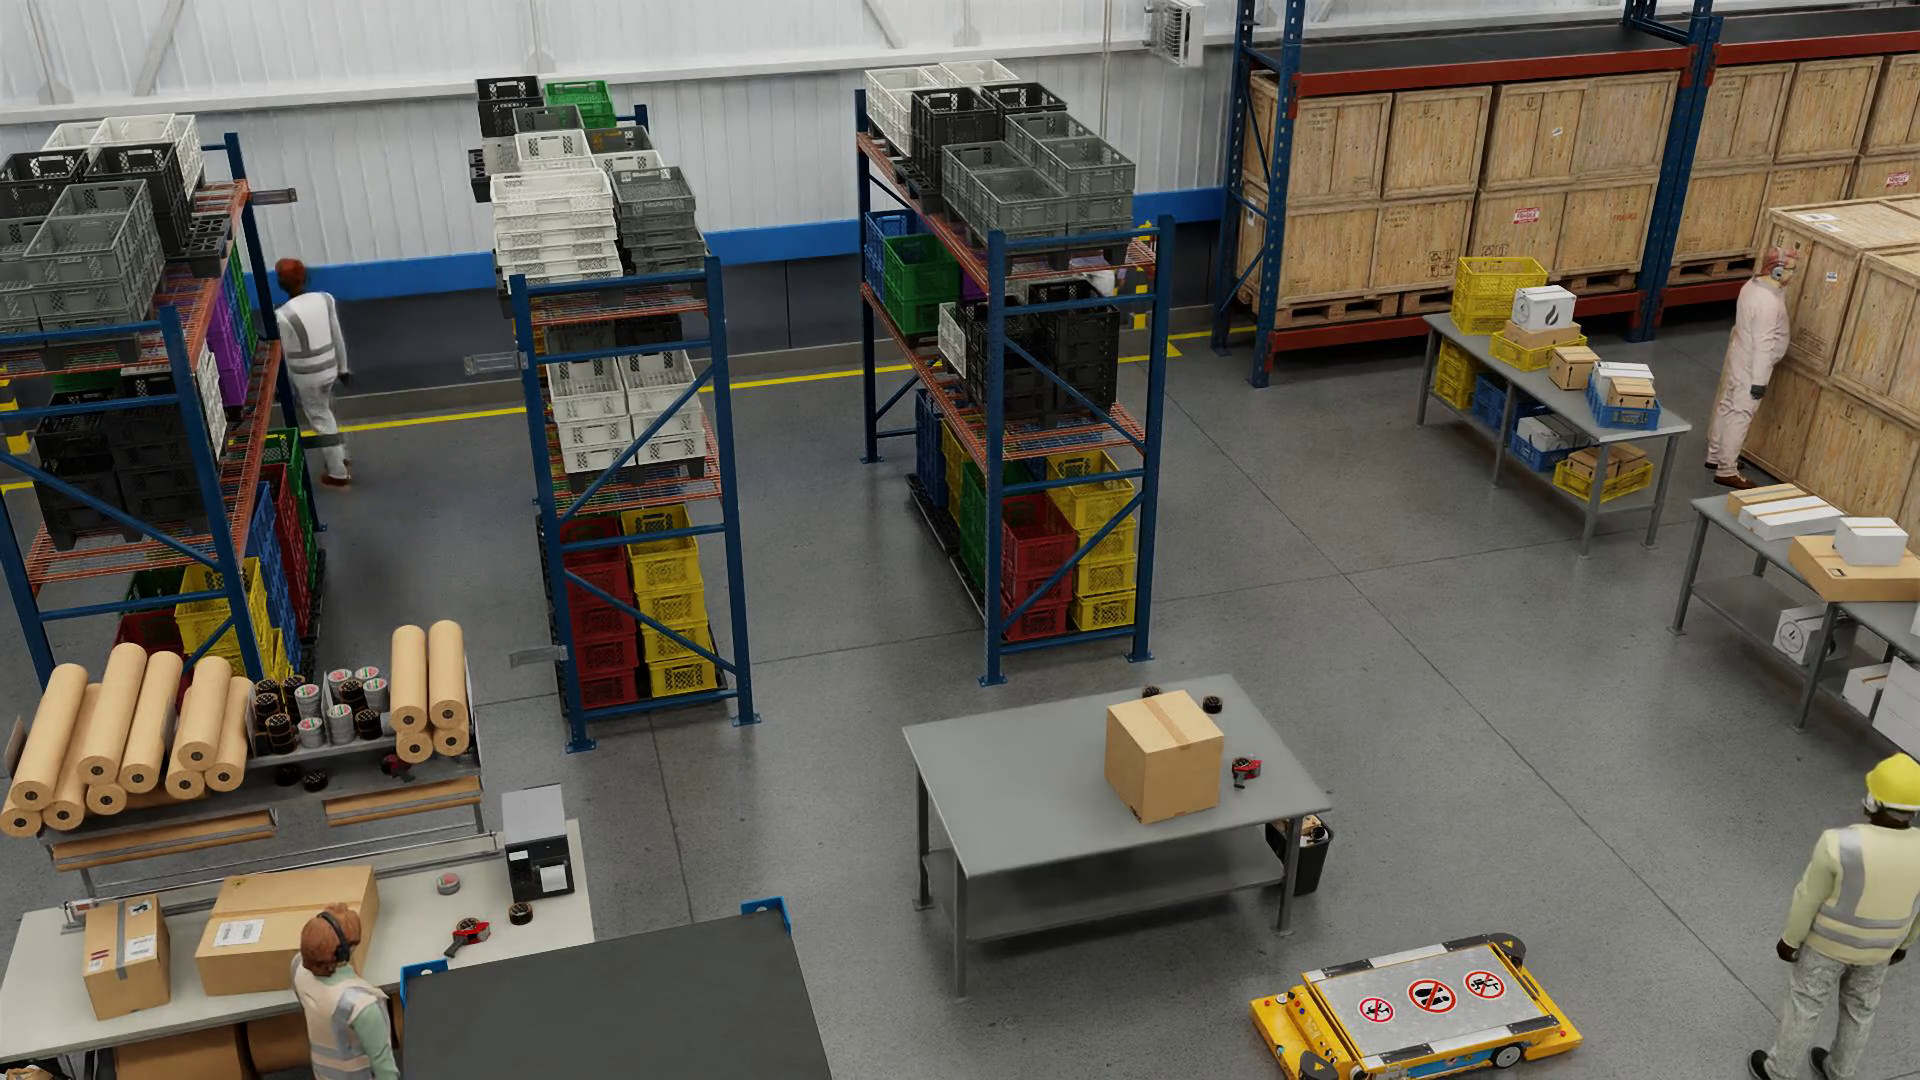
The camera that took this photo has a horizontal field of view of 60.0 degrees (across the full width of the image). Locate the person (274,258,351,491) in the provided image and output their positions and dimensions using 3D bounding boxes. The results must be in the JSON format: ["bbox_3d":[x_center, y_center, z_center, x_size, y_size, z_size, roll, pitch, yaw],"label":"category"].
[{"bbox_3d":[-5.032,-1.272,12.809,0.574,1.869,0.580,12,31,21],"label":"person"}]

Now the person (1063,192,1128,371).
[{"bbox_3d":[1.196,-2.427,14.844,0.629,1.932,0.363,8,30,14],"label":"person"}]

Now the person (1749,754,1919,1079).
[{"bbox_3d":[3.947,1.737,7.375,0.596,1.826,0.403,0,29,0],"label":"person"}]

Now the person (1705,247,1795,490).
[{"bbox_3d":[6.157,-1.346,12.894,0.410,1.911,0.643,5,29,9],"label":"person"}]

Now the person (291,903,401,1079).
[{"bbox_3d":[-2.453,2.172,6.777,0.514,1.632,0.312,21,35,33],"label":"person"}]

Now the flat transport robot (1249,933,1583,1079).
[{"bbox_3d":[2.184,2.282,7.980,1.431,0.197,0.652,-8,30,-14],"label":"flat transport robot"}]
